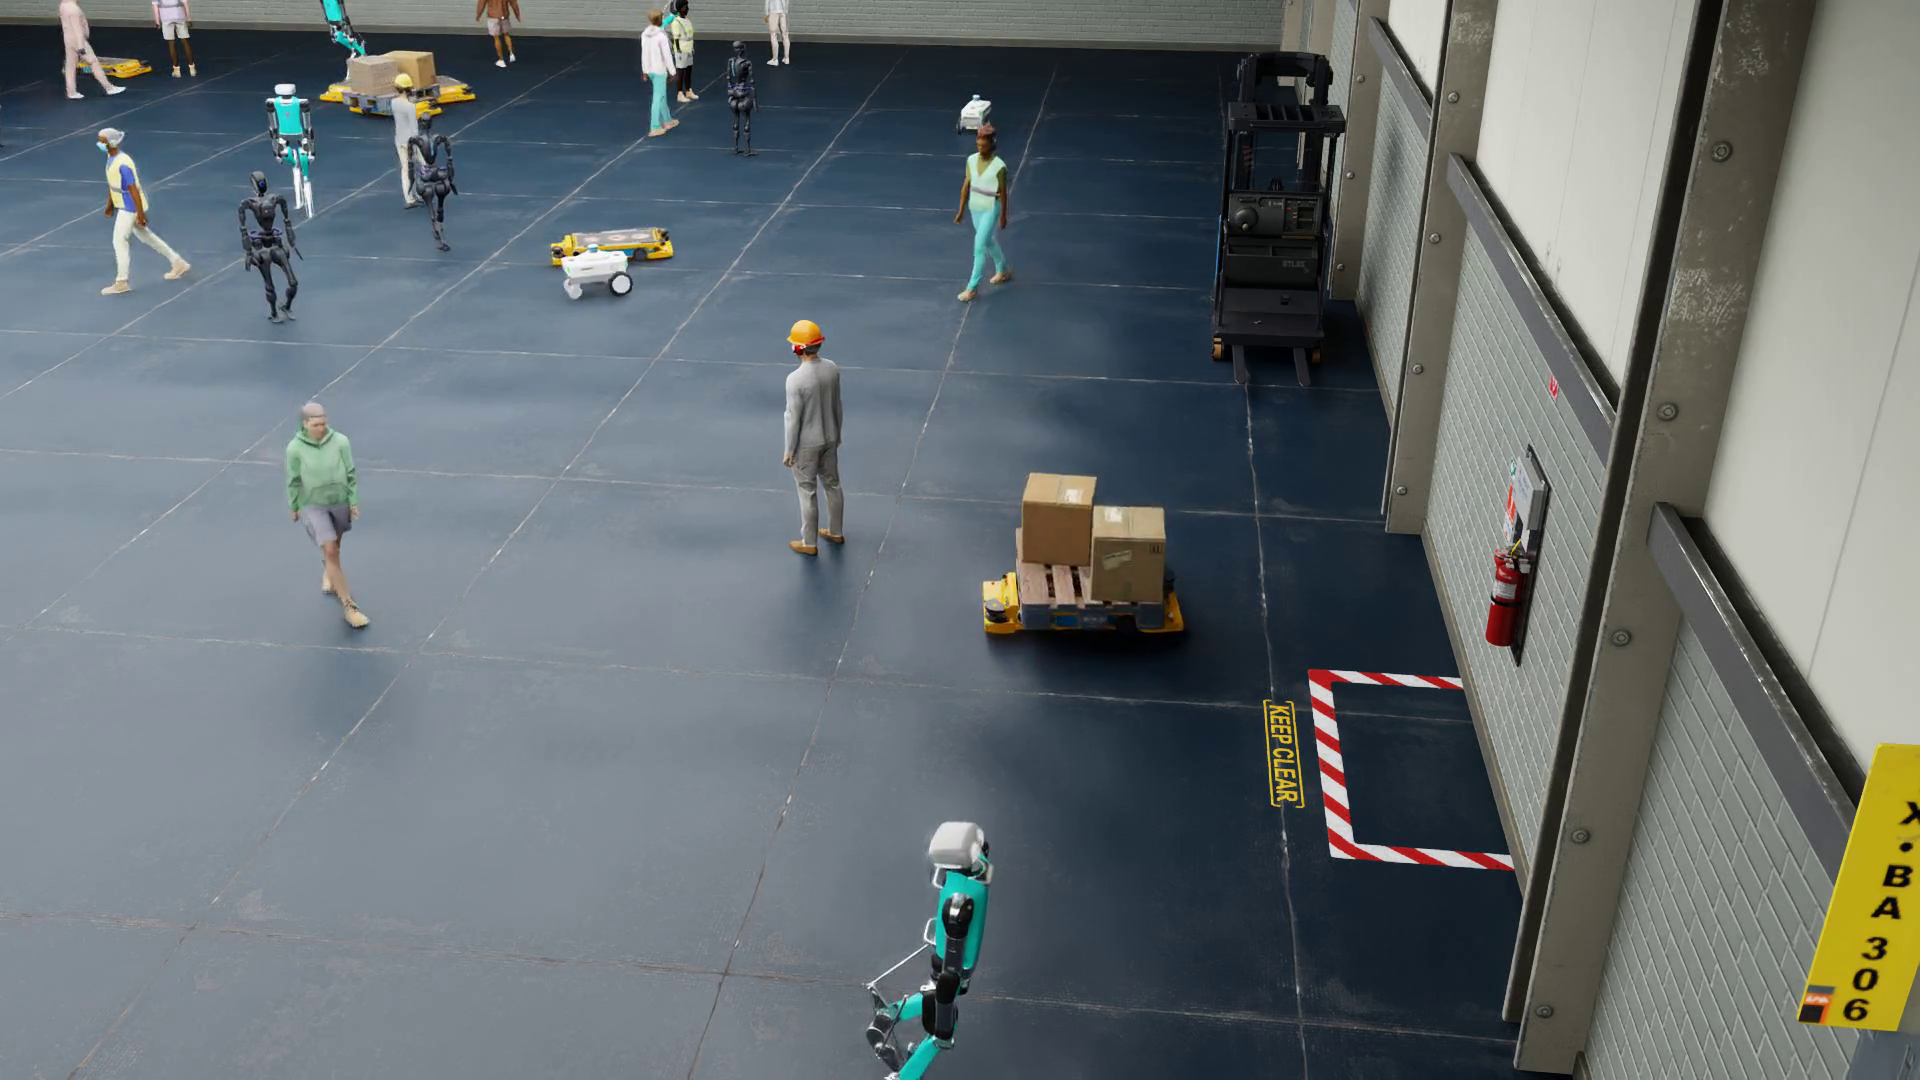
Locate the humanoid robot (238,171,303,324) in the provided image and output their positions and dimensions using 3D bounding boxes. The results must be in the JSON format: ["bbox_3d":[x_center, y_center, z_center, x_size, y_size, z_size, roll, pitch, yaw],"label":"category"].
[{"bbox_3d":[-7.395,-3.132,17.816,0.600,1.641,0.397,-24,35,-39],"label":"humanoid robot"}]

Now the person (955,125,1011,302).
[{"bbox_3d":[0.315,-3.730,18.739,0.494,1.931,1.032,20,33,34],"label":"person"}]

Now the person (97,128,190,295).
[{"bbox_3d":[-9.415,-3.776,18.932,0.989,1.857,0.506,-17,31,-30],"label":"person"}]

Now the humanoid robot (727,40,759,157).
[{"bbox_3d":[-3.243,-6.552,24.632,0.599,1.655,0.315,21,33,35],"label":"humanoid robot"}]

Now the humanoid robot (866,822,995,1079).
[{"bbox_3d":[-0.216,2.066,7.493,0.726,1.894,0.538,4,27,9],"label":"humanoid robot"}]

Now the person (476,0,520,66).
[{"bbox_3d":[-8.530,-9.709,30.763,0.753,1.840,0.506,-18,32,-31],"label":"person"}]

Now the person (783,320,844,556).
[{"bbox_3d":[-1.145,-0.797,12.929,0.391,1.888,0.574,22,34,37],"label":"person"}]

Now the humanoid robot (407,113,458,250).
[{"bbox_3d":[-6.515,-4.424,20.463,0.608,1.622,0.795,-18,32,-32],"label":"humanoid robot"}]

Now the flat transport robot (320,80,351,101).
[{"bbox_3d":[-10.322,-7.807,28.724,0.659,0.231,1.431,9,28,17],"label":"flat transport robot"}]

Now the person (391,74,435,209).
[{"bbox_3d":[-7.261,-5.264,21.991,0.523,1.752,0.464,17,31,30],"label":"person"}]

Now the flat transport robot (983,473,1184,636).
[{"bbox_3d":[0.893,0.450,12.241,1.431,0.231,0.659,0,27,0],"label":"flat transport robot"}]

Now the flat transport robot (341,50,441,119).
[{"bbox_3d":[-9.295,-7.134,27.380,1.431,0.231,0.659,15,30,27],"label":"flat transport robot"}]

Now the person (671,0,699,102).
[{"bbox_3d":[-4.646,-8.255,28.031,0.321,1.688,0.528,10,28,18],"label":"person"}]

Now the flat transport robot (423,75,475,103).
[{"bbox_3d":[-8.943,-7.764,28.638,0.659,0.231,1.431,-18,32,-32],"label":"flat transport robot"}]

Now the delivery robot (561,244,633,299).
[{"bbox_3d":[-4.131,-3.060,18.950,0.818,0.614,0.499,-11,29,-21],"label":"delivery robot"}]

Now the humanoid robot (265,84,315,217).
[{"bbox_3d":[-8.628,-5.058,21.655,0.561,1.829,0.802,-6,27,-12],"label":"humanoid robot"}]

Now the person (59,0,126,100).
[{"bbox_3d":[-14.878,-8.450,28.231,0.673,1.847,0.968,22,34,37],"label":"person"}]

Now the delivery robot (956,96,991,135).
[{"bbox_3d":[0.250,-6.683,26.138,0.499,0.575,0.754,6,27,12],"label":"delivery robot"}]

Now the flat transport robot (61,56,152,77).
[{"bbox_3d":[-15.598,-8.632,30.370,1.431,0.231,0.659,8,28,16],"label":"flat transport robot"}]

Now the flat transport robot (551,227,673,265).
[{"bbox_3d":[-4.247,-3.575,20.276,1.431,0.231,0.659,-6,27,-12],"label":"flat transport robot"}]

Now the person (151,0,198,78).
[{"bbox_3d":[-14.138,-9.364,29.858,0.614,2.039,0.376,-16,31,-29],"label":"person"}]

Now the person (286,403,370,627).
[{"bbox_3d":[-4.629,-0.261,12.094,0.470,1.674,0.941,-18,32,-32],"label":"person"}]

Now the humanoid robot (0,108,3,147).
[{"bbox_3d":[-14.599,-6.560,24.691,0.609,1.628,0.744,1,27,1],"label":"humanoid robot"}]

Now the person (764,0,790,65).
[{"bbox_3d":[-3.397,-9.786,30.880,0.499,1.879,0.401,-17,31,-30],"label":"person"}]

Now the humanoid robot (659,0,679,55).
[{"bbox_3d":[-5.606,-10.114,31.709,0.871,1.790,0.573,-1,27,-1],"label":"humanoid robot"}]

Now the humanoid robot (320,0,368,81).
[{"bbox_3d":[-10.779,-8.948,29.283,0.531,1.726,0.720,13,29,24],"label":"humanoid robot"}]

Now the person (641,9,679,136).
[{"bbox_3d":[-4.609,-7.297,25.895,0.530,1.884,0.838,19,32,33],"label":"person"}]

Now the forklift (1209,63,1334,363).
[{"bbox_3d":[3.241,-3.477,17.183,1.129,2.768,1.873,3,27,6],"label":"forklift"}]
